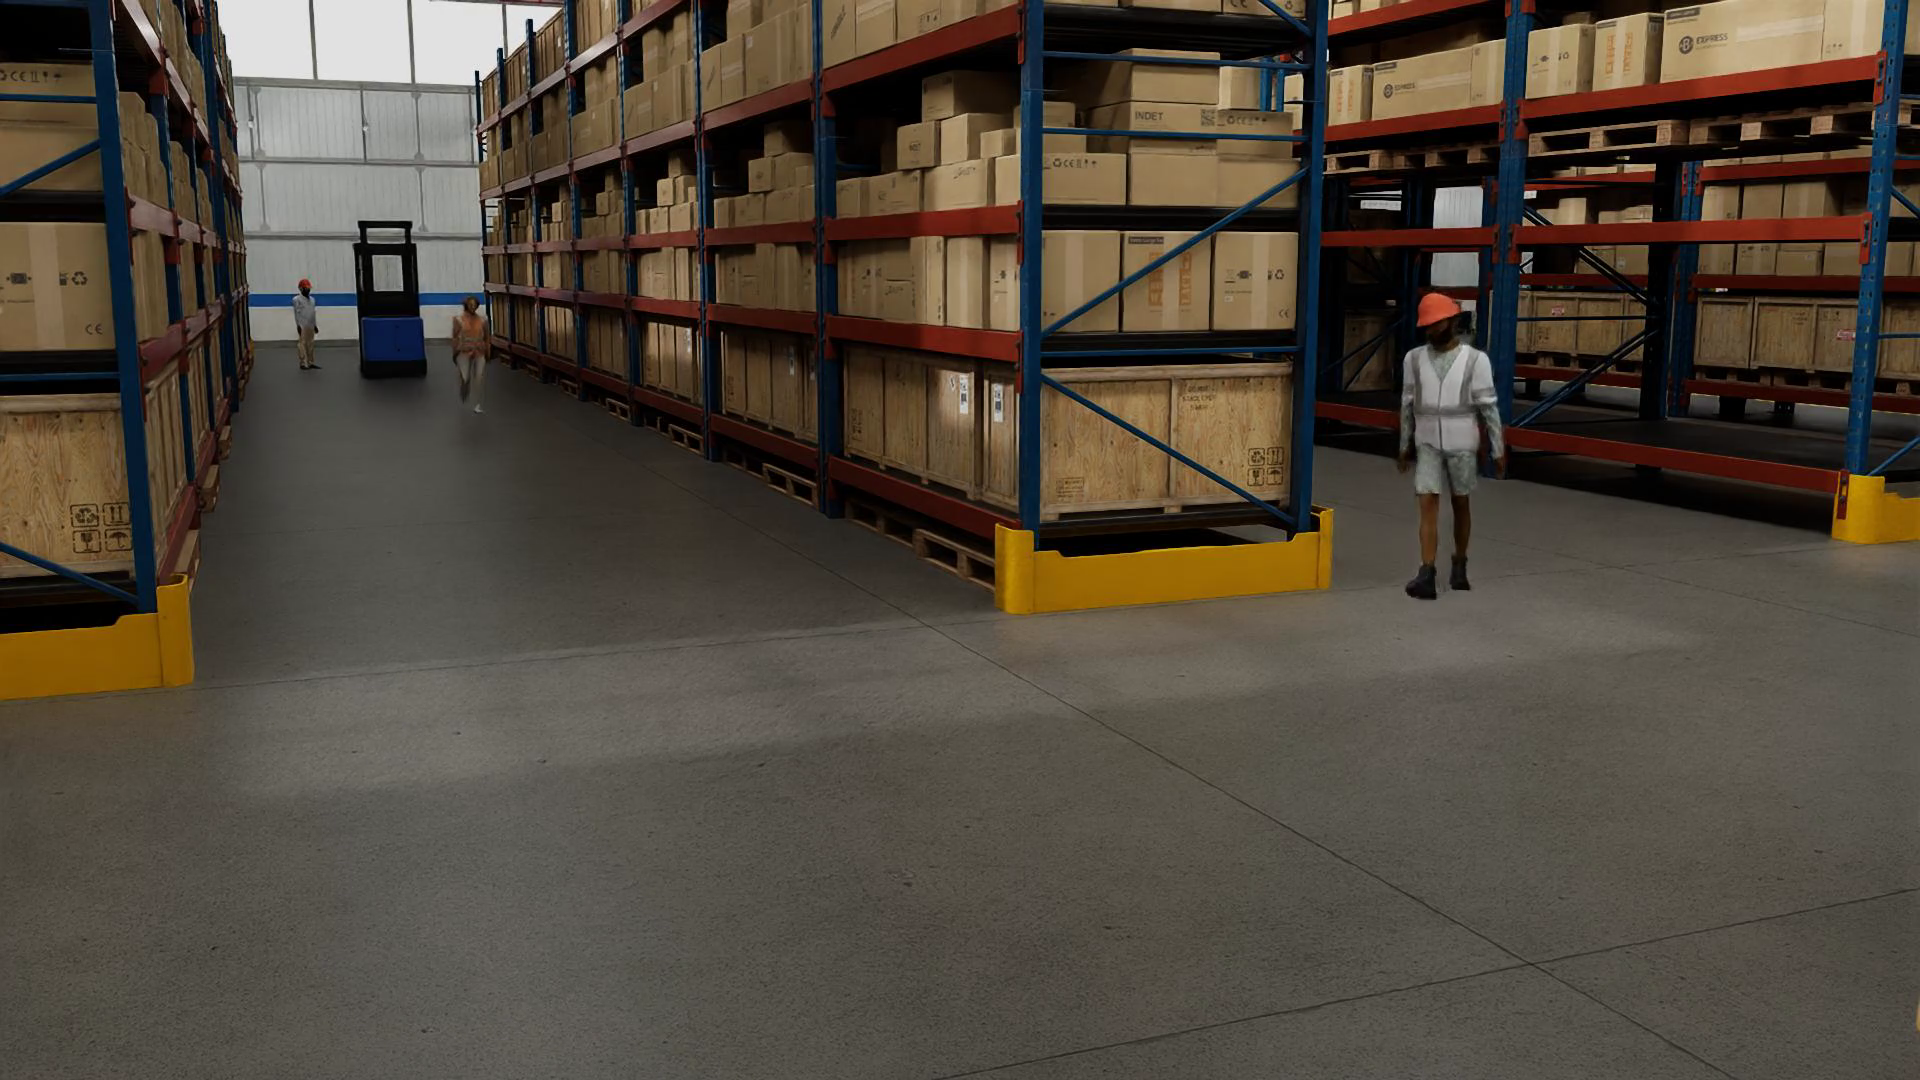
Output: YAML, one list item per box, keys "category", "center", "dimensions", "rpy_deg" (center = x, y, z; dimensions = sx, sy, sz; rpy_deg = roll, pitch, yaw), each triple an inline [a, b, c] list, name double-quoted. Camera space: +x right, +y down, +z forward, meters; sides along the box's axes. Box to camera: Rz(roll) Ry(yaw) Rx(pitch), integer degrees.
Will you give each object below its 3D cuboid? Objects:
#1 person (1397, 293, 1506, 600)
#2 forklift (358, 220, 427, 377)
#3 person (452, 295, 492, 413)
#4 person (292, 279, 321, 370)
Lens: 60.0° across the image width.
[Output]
- category: "person"
  center: [3.024, -0.570, 10.257]
  dimensions: [0.691, 1.868, 0.978]
  rpy_deg: [5, 11, 29]
- category: "forklift"
  center: [-10.432, -4.429, 30.391]
  dimensions: [1.129, 2.768, 1.873]
  rpy_deg: [-4, 10, -22]
- category: "person"
  center: [-6.690, -2.546, 22.834]
  dimensions: [0.543, 1.623, 0.372]
  rpy_deg: [-5, 11, -27]
- category: "person"
  center: [-12.686, -4.186, 32.304]
  dimensions: [0.328, 1.752, 0.563]
  rpy_deg: [3, 10, 17]
